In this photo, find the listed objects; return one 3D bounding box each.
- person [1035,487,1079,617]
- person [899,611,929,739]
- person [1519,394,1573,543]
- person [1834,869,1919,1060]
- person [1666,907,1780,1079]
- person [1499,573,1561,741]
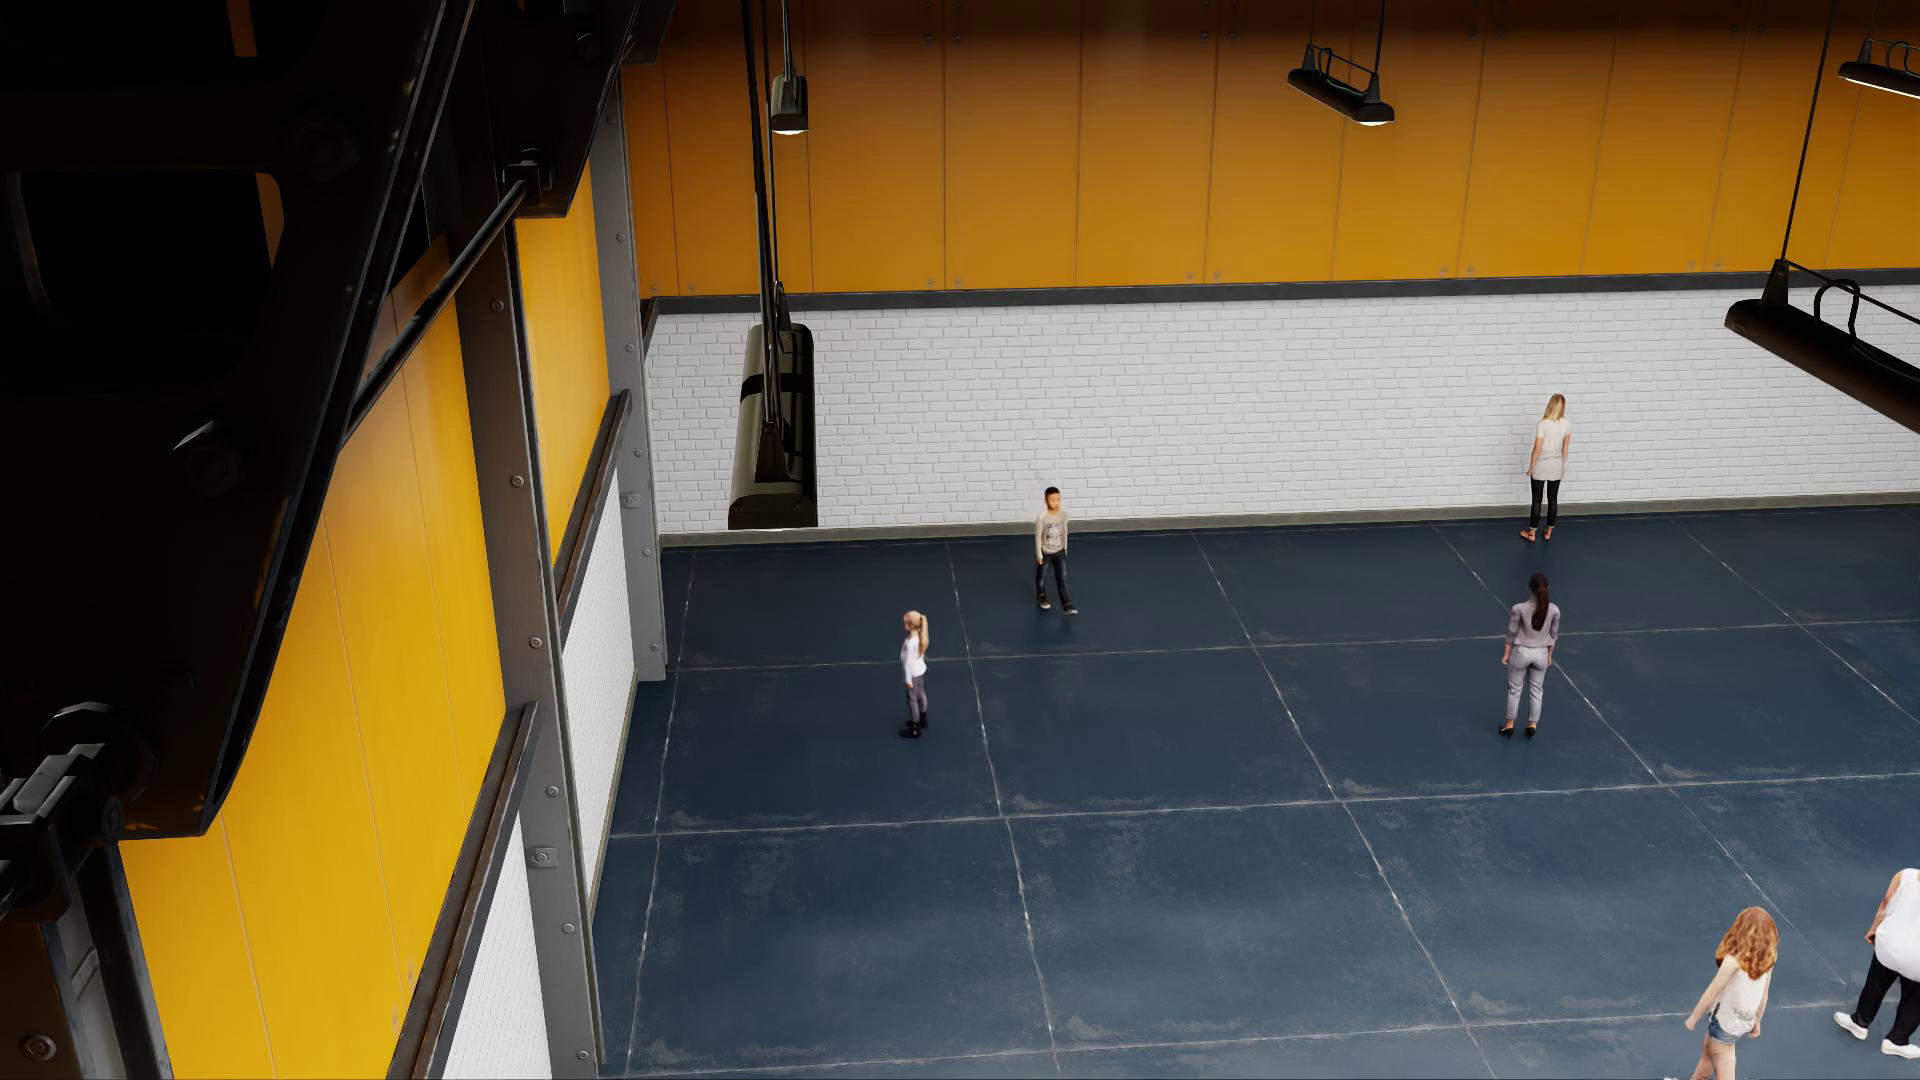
[{"bbox_3d":[0.957,0.092,18.046,0.751,1.438,1.006,-9,25,-20],"label":"person"},{"bbox_3d":[-0.417,1.243,15.614,0.621,1.276,0.533,8,25,18],"label":"person"},{"bbox_3d":[6.982,-0.859,19.735,0.603,1.827,0.523,-3,24,-7],"label":"person"},{"bbox_3d":[6.541,2.806,11.547,0.810,1.671,0.962,20,30,38],"label":"person"},{"bbox_3d":[4.985,3.180,10.625,0.822,1.723,1.185,-9,25,-21],"label":"person"},{"bbox_3d":[5.286,1.090,15.459,0.646,1.680,0.620,1,24,3],"label":"person"}]
